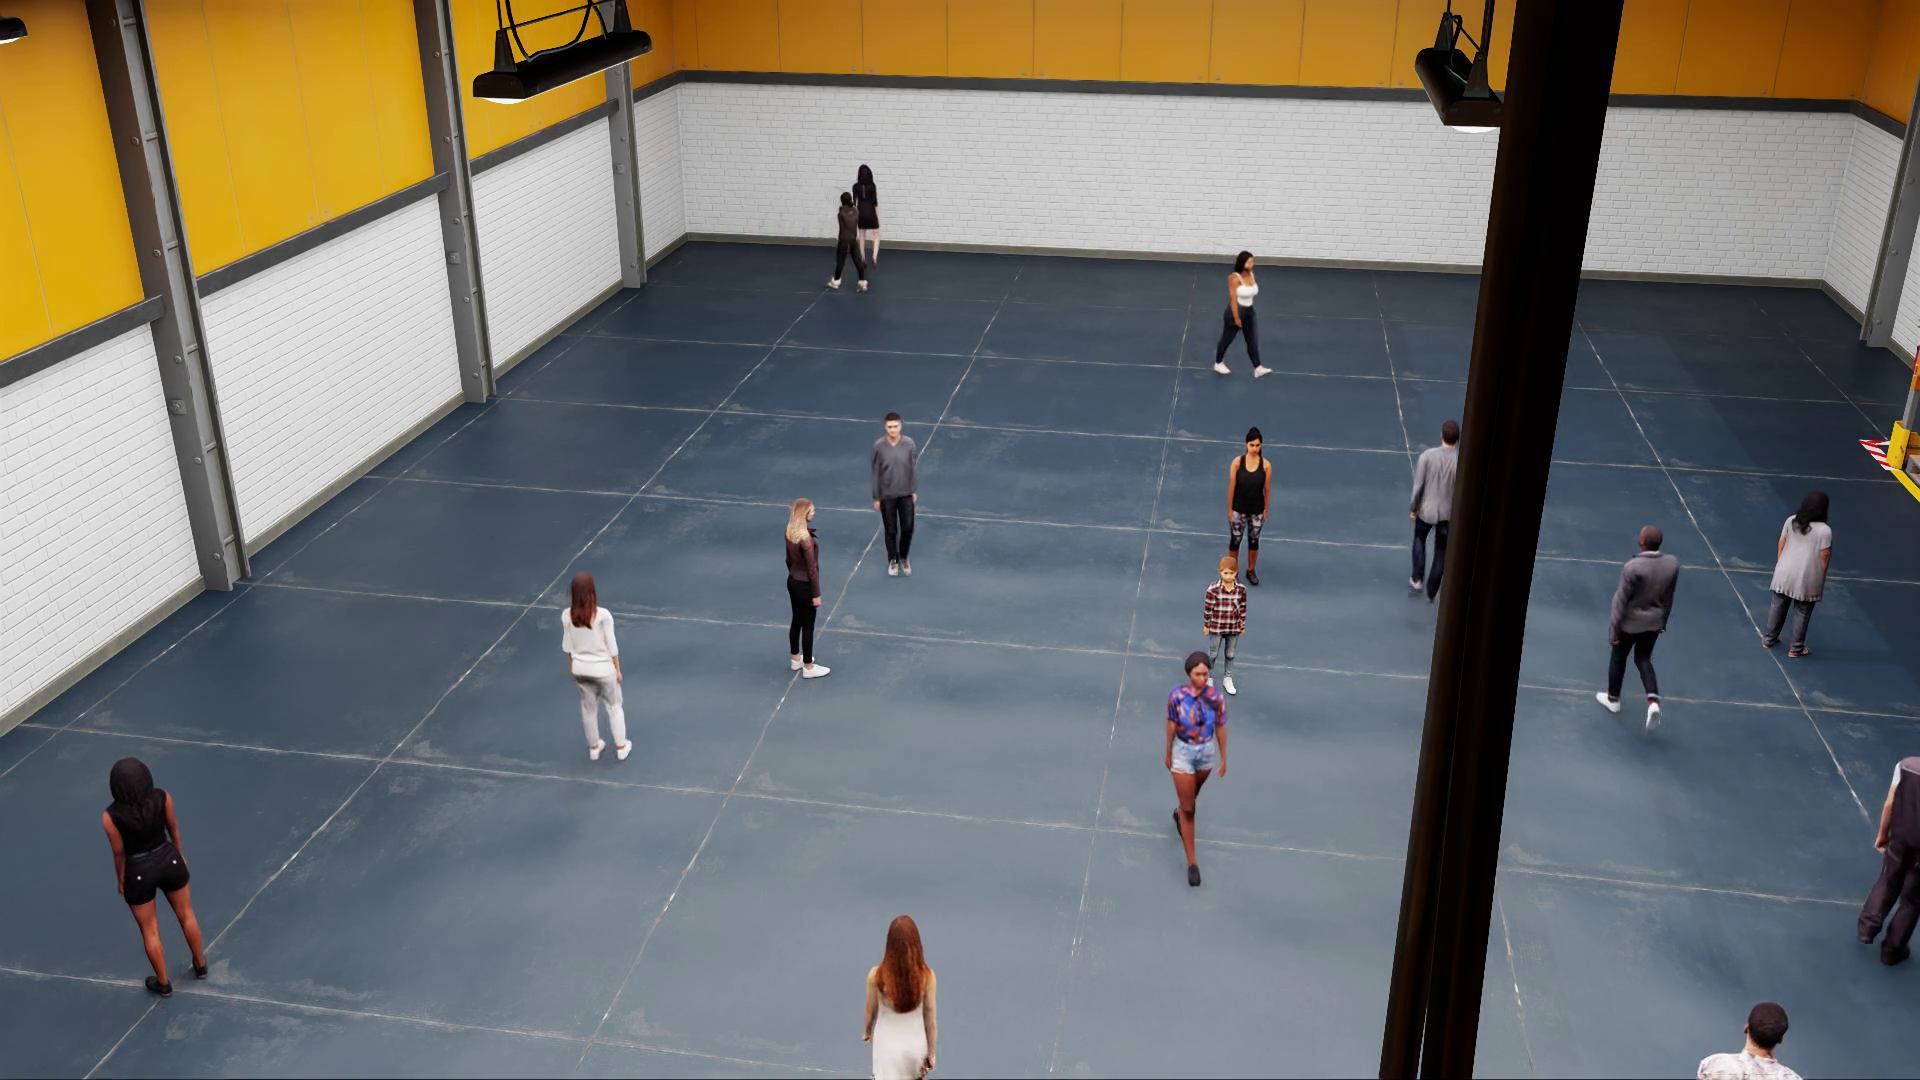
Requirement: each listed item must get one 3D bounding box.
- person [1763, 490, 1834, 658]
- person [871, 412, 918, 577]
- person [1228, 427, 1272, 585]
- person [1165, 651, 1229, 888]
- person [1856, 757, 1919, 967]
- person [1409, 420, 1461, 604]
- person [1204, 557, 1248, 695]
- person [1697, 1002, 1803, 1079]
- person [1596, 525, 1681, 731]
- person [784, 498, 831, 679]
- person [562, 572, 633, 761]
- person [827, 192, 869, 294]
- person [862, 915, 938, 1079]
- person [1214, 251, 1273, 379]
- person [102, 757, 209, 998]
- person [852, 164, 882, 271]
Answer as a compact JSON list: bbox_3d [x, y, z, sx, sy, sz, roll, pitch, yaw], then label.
[{"bbox_3d":[7.801,0.295,15.444,0.827,1.611,0.769,-17,29,-33],"label":"person"},{"bbox_3d":[-0.666,-0.492,17.069,0.708,1.750,0.711,-3,24,-7],"label":"person"},{"bbox_3d":[2.907,-0.343,16.838,0.587,1.662,0.535,1,24,3],"label":"person"},{"bbox_3d":[1.718,1.598,12.358,0.813,1.695,1.227,-2,24,-4],"label":"person"},{"bbox_3d":[6.358,2.072,11.093,0.872,1.839,0.814,-16,28,-33],"label":"person"},{"bbox_3d":[4.703,-0.246,16.375,0.747,1.856,0.728,7,24,15],"label":"person"},{"bbox_3d":[2.354,0.748,14.788,0.576,1.305,0.564,-1,24,-3],"label":"person"},{"bbox_3d":[3.970,3.234,8.519,0.879,1.771,1.190,11,26,23],"label":"person"},{"bbox_3d":[5.825,0.759,14.149,0.870,1.797,1.076,-2,24,-5],"label":"person"},{"bbox_3d":[-1.426,0.424,15.028,0.727,1.706,0.658,-14,27,-30],"label":"person"},{"bbox_3d":[-3.007,1.061,13.602,0.642,1.683,0.587,4,24,9],"label":"person"},{"bbox_3d":[-1.895,-4.916,27.304,1.075,1.659,1.023,0,24,1],"label":"person"},{"bbox_3d":[-0.326,2.924,9.348,0.758,1.675,1.095,-3,24,-6],"label":"person"},{"bbox_3d":[3.791,-3.115,23.052,1.149,1.764,1.197,-16,28,-33],"label":"person"},{"bbox_3d":[-5.309,2.195,10.935,0.733,1.740,0.625,21,31,39],"label":"person"},{"bbox_3d":[-1.618,-5.497,28.458,0.662,1.799,0.569,6,24,12],"label":"person"}]
